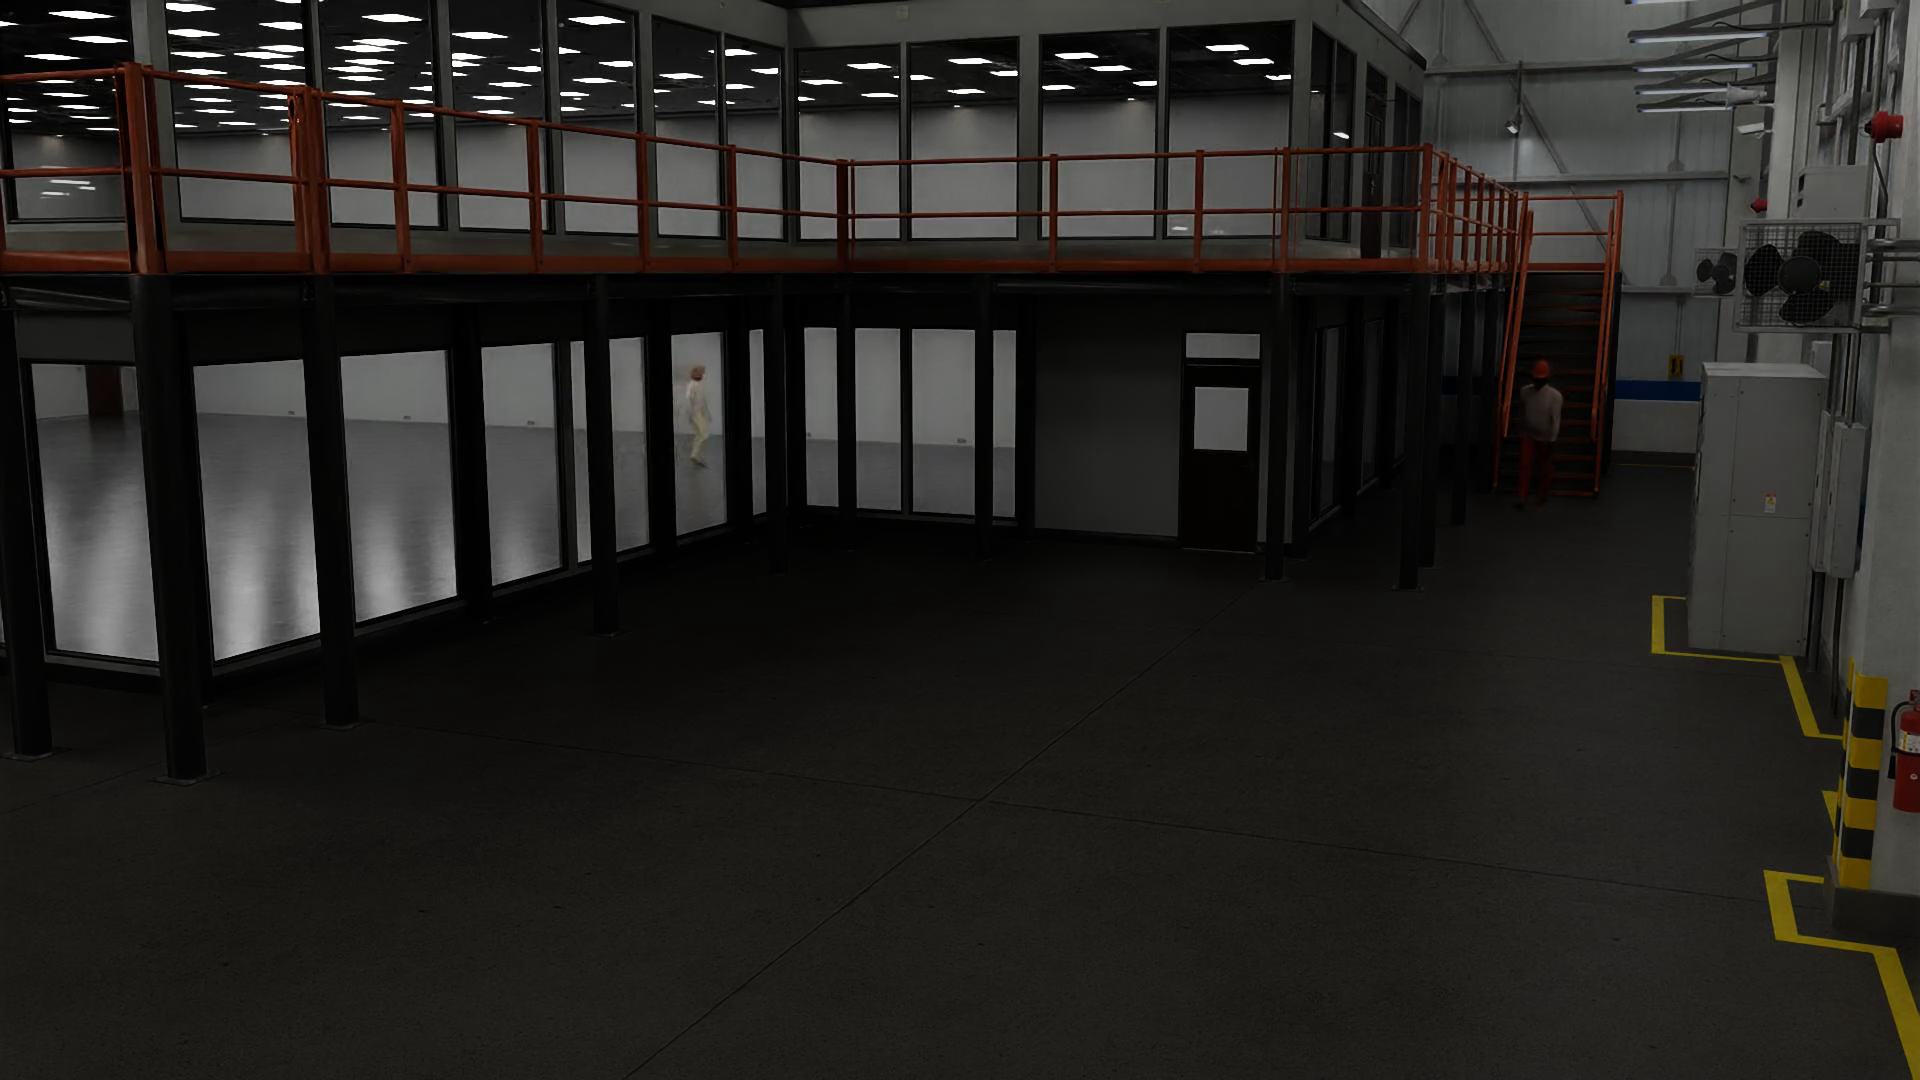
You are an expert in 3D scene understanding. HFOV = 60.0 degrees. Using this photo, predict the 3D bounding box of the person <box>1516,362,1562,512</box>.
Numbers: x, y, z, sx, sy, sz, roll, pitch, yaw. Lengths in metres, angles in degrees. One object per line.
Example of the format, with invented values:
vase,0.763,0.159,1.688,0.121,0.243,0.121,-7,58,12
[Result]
person,7.349,-1.318,21.205,0.608,1.913,1.051,7,12,37
